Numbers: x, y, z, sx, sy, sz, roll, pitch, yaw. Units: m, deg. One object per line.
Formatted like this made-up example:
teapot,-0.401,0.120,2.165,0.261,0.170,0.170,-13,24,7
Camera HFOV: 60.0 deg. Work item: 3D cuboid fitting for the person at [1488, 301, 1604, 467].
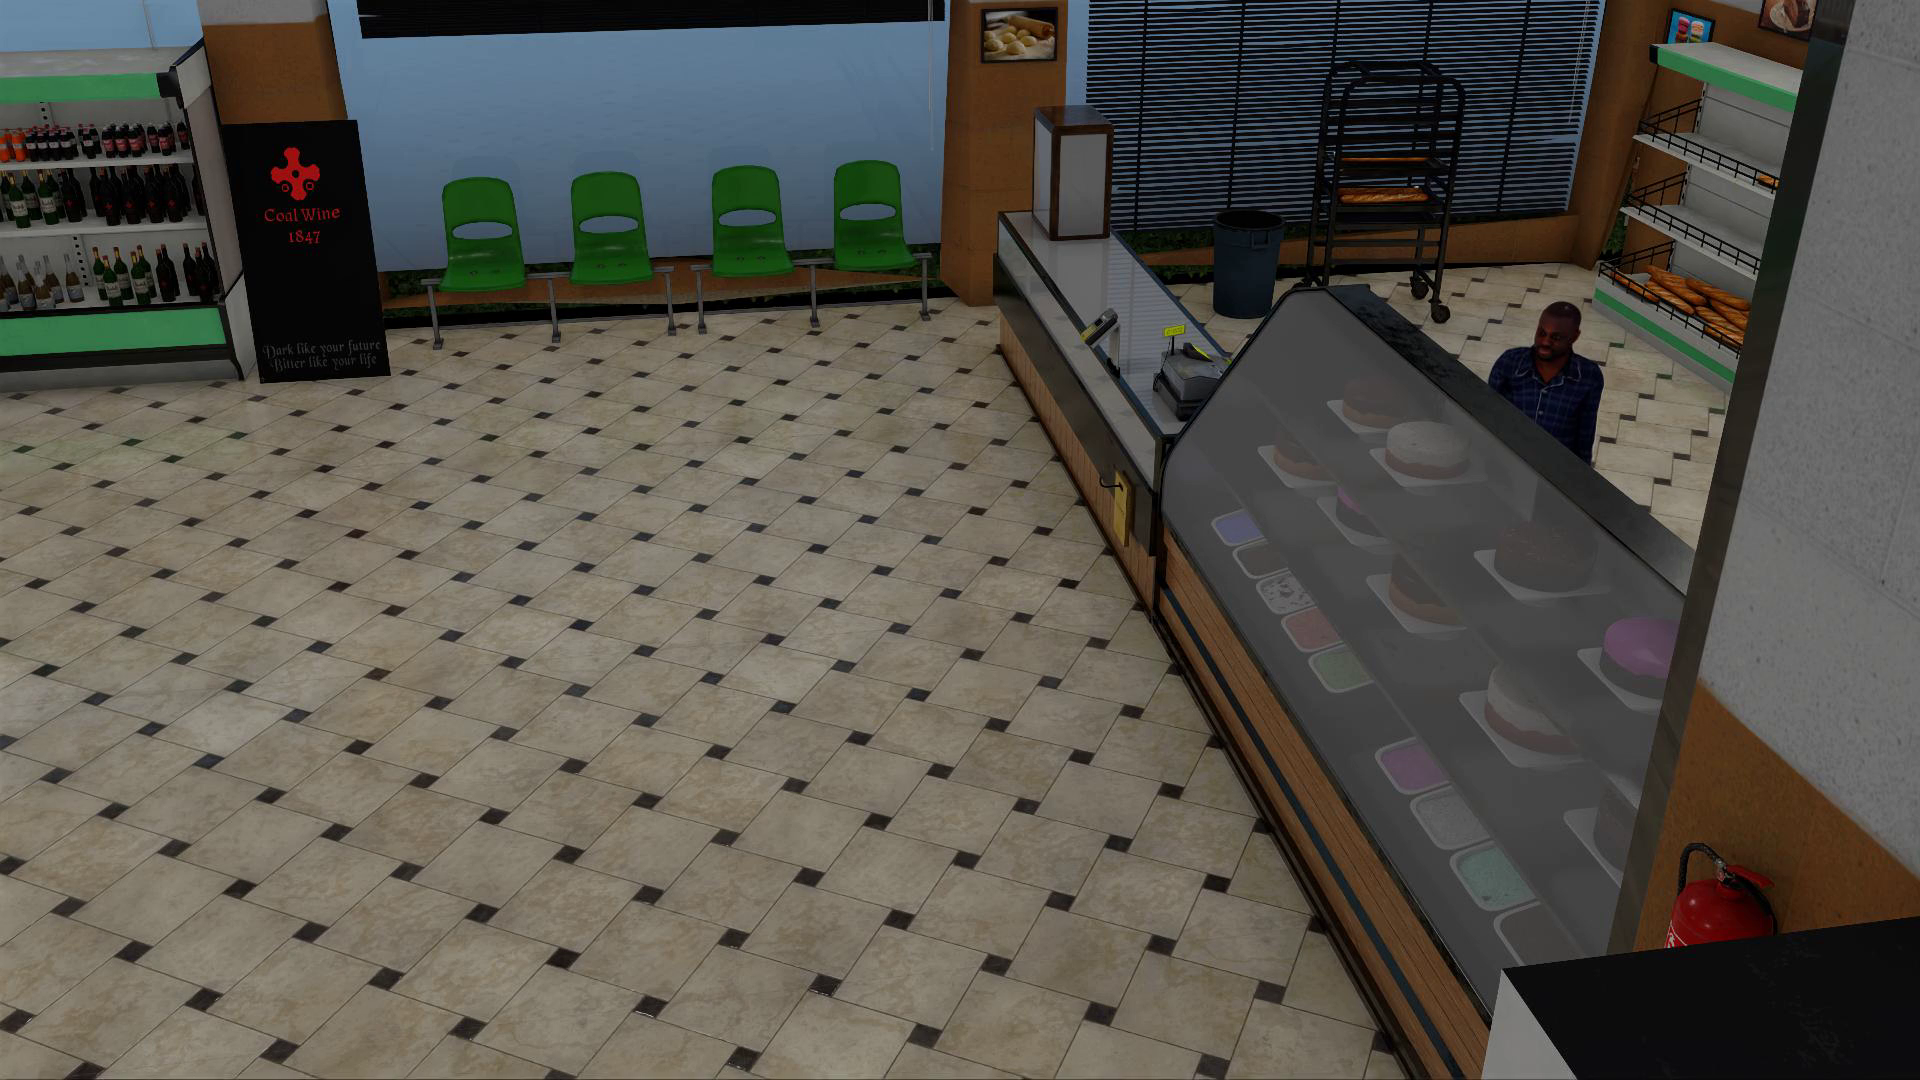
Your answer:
person,2.584,-0.232,7.584,0.727,1.826,0.833,10,29,19
